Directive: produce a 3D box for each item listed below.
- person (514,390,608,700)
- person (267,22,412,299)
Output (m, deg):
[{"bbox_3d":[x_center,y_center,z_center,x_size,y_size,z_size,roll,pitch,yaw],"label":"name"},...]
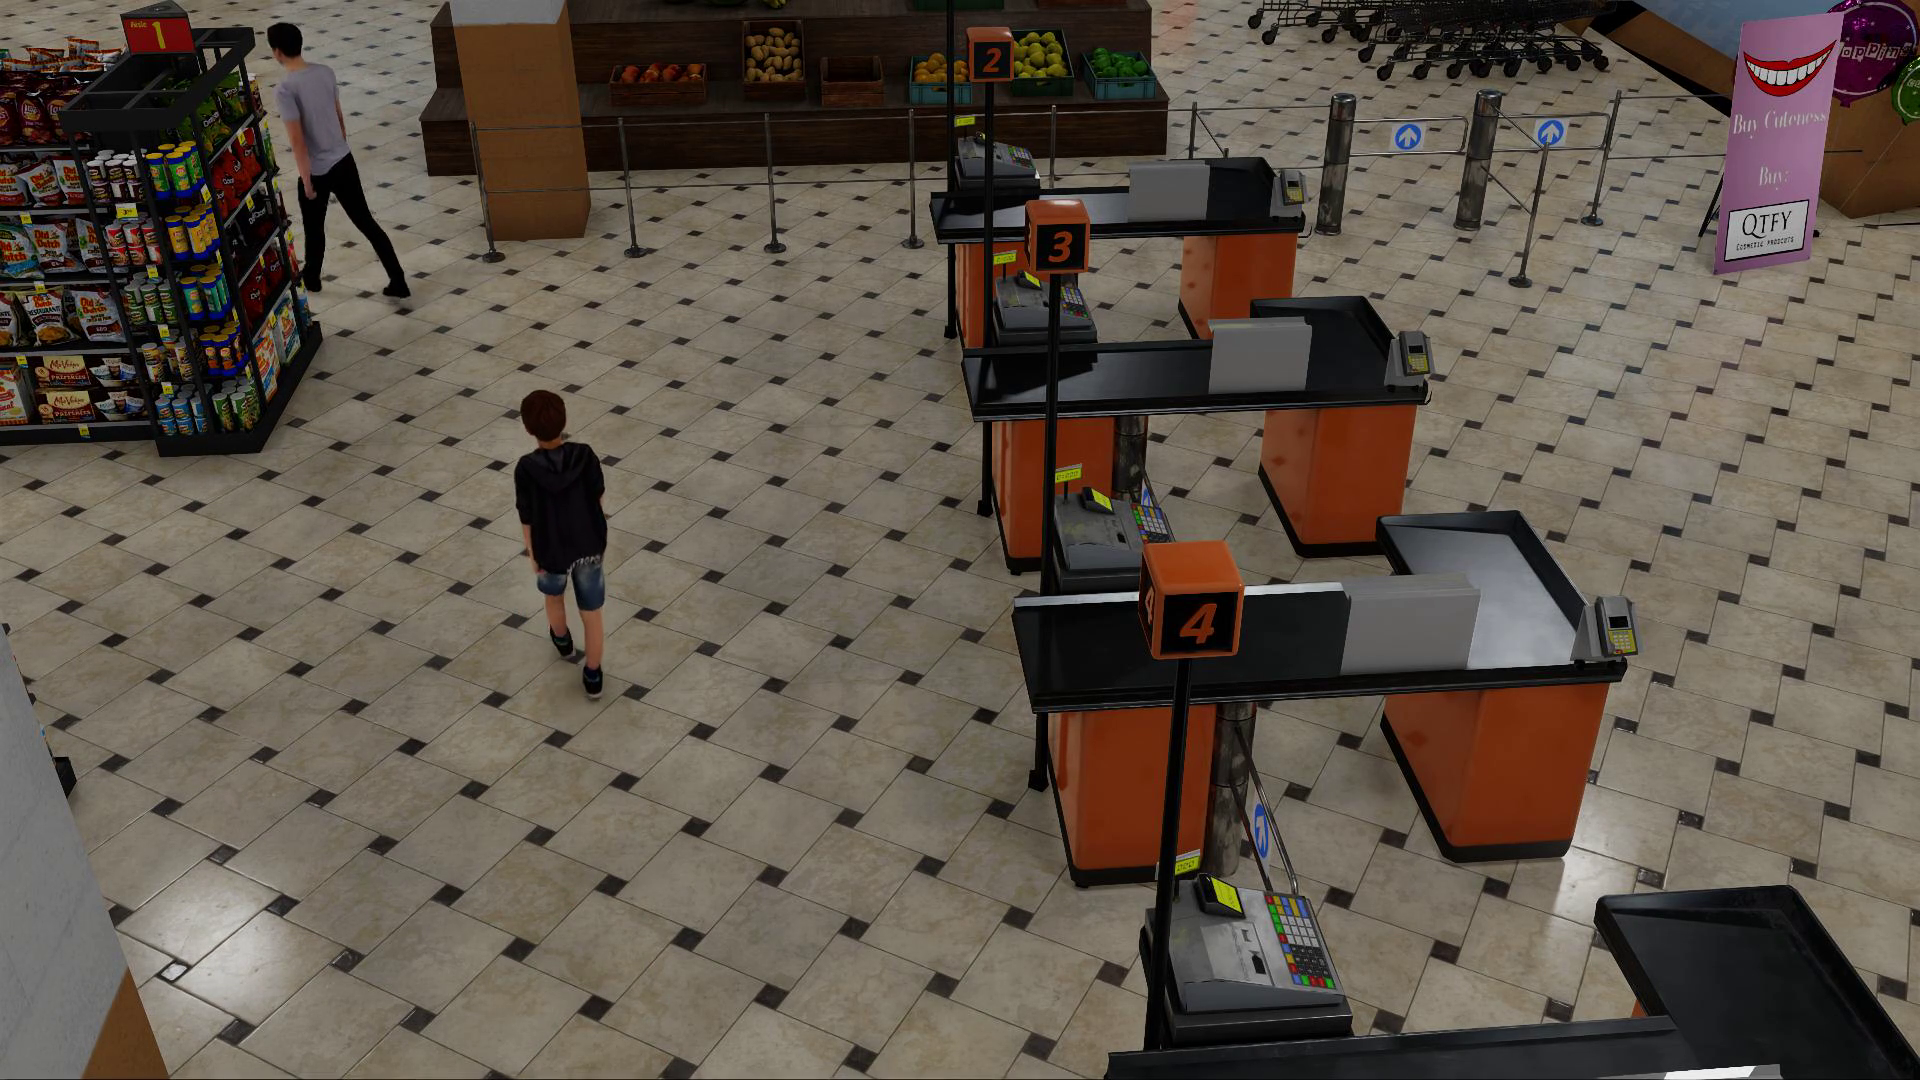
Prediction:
[{"bbox_3d":[-1.693,0.061,7.212,0.784,1.427,0.695,-9,33,-14],"label":"person"},{"bbox_3d":[-4.018,-2.366,10.748,1.357,1.812,1.160,15,35,23],"label":"person"}]
